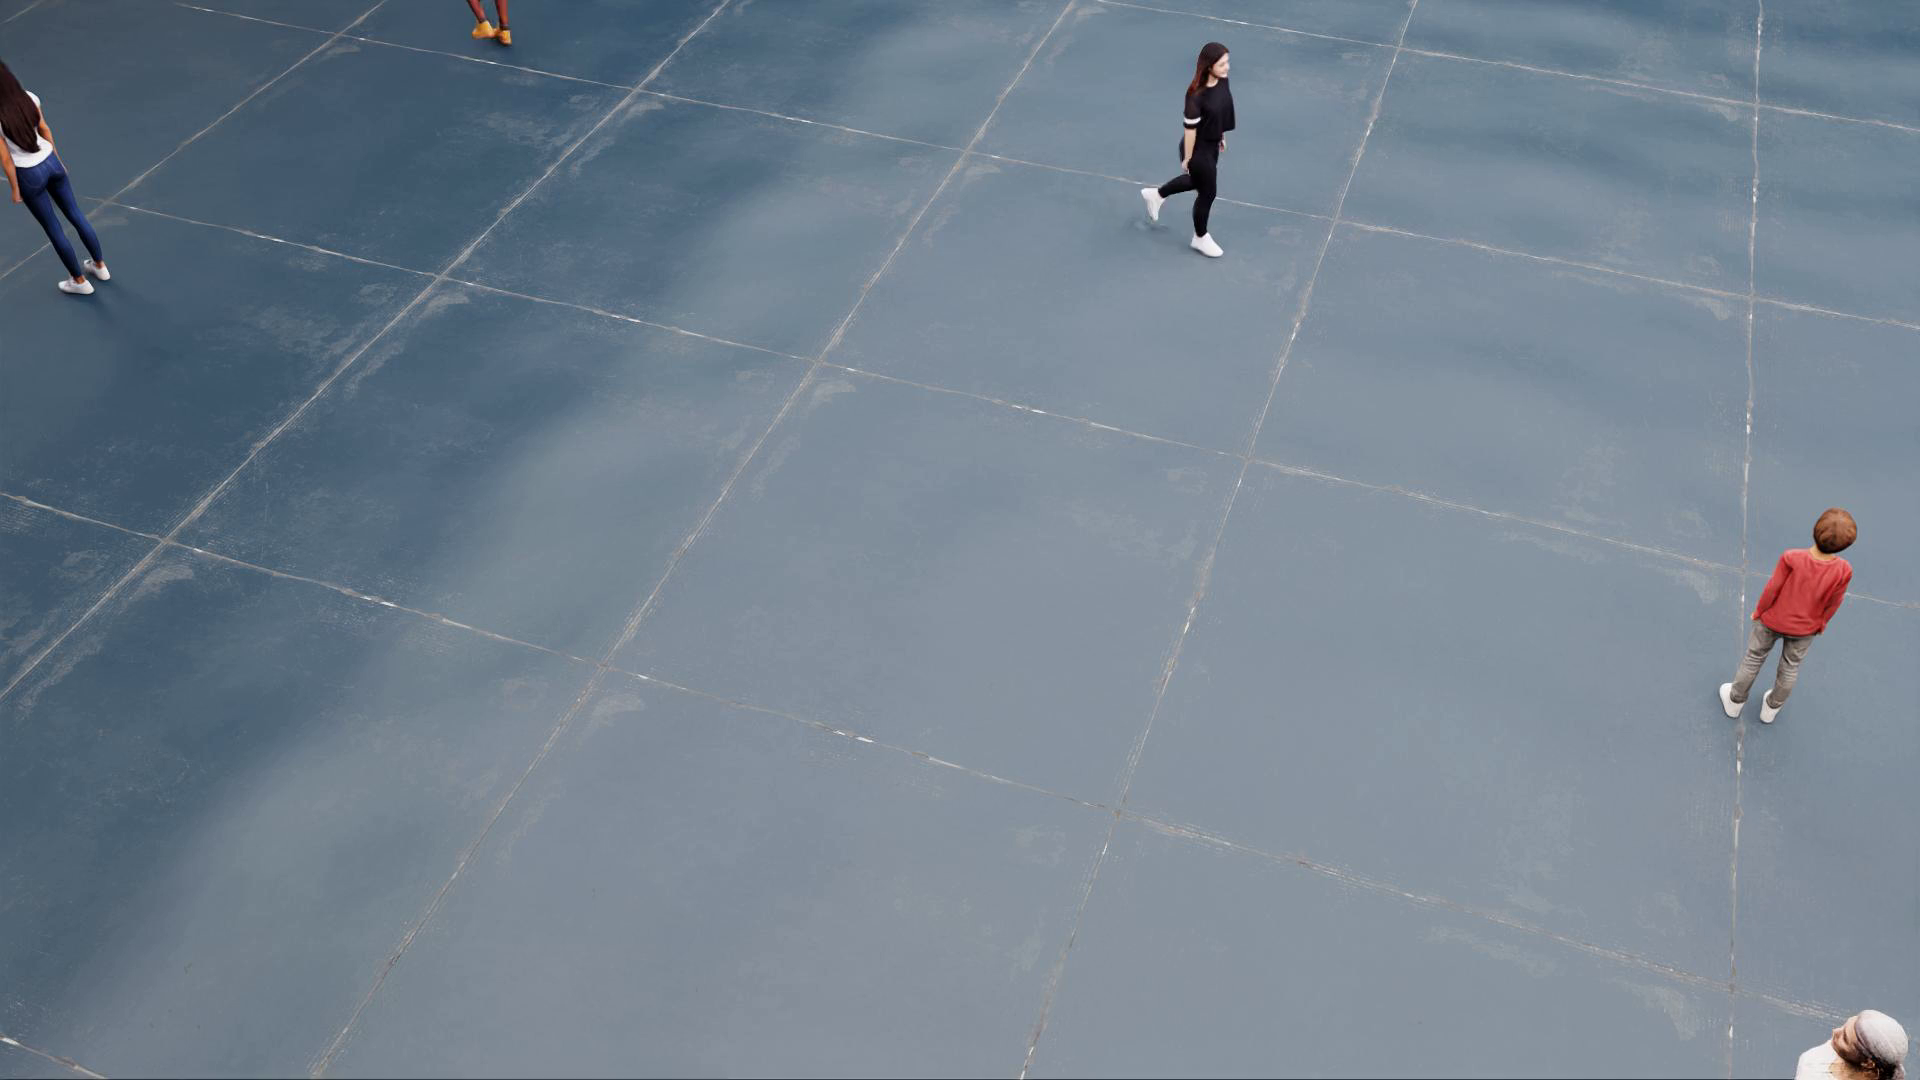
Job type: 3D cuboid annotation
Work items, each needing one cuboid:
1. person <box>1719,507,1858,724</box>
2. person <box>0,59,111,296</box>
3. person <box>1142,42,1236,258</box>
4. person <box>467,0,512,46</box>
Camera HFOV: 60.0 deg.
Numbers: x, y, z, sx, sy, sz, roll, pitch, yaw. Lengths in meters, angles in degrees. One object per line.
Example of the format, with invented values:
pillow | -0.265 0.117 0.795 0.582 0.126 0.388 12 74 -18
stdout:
person | 4.302 0.402 8.604 0.406 1.416 0.573 13 45 14
person | -6.333 -2.505 11.454 0.535 1.774 0.606 18 46 18
person | 1.674 -2.832 11.918 1.014 1.620 0.753 26 49 25
person | -4.052 -5.042 14.217 0.731 1.712 0.713 31 51 29
